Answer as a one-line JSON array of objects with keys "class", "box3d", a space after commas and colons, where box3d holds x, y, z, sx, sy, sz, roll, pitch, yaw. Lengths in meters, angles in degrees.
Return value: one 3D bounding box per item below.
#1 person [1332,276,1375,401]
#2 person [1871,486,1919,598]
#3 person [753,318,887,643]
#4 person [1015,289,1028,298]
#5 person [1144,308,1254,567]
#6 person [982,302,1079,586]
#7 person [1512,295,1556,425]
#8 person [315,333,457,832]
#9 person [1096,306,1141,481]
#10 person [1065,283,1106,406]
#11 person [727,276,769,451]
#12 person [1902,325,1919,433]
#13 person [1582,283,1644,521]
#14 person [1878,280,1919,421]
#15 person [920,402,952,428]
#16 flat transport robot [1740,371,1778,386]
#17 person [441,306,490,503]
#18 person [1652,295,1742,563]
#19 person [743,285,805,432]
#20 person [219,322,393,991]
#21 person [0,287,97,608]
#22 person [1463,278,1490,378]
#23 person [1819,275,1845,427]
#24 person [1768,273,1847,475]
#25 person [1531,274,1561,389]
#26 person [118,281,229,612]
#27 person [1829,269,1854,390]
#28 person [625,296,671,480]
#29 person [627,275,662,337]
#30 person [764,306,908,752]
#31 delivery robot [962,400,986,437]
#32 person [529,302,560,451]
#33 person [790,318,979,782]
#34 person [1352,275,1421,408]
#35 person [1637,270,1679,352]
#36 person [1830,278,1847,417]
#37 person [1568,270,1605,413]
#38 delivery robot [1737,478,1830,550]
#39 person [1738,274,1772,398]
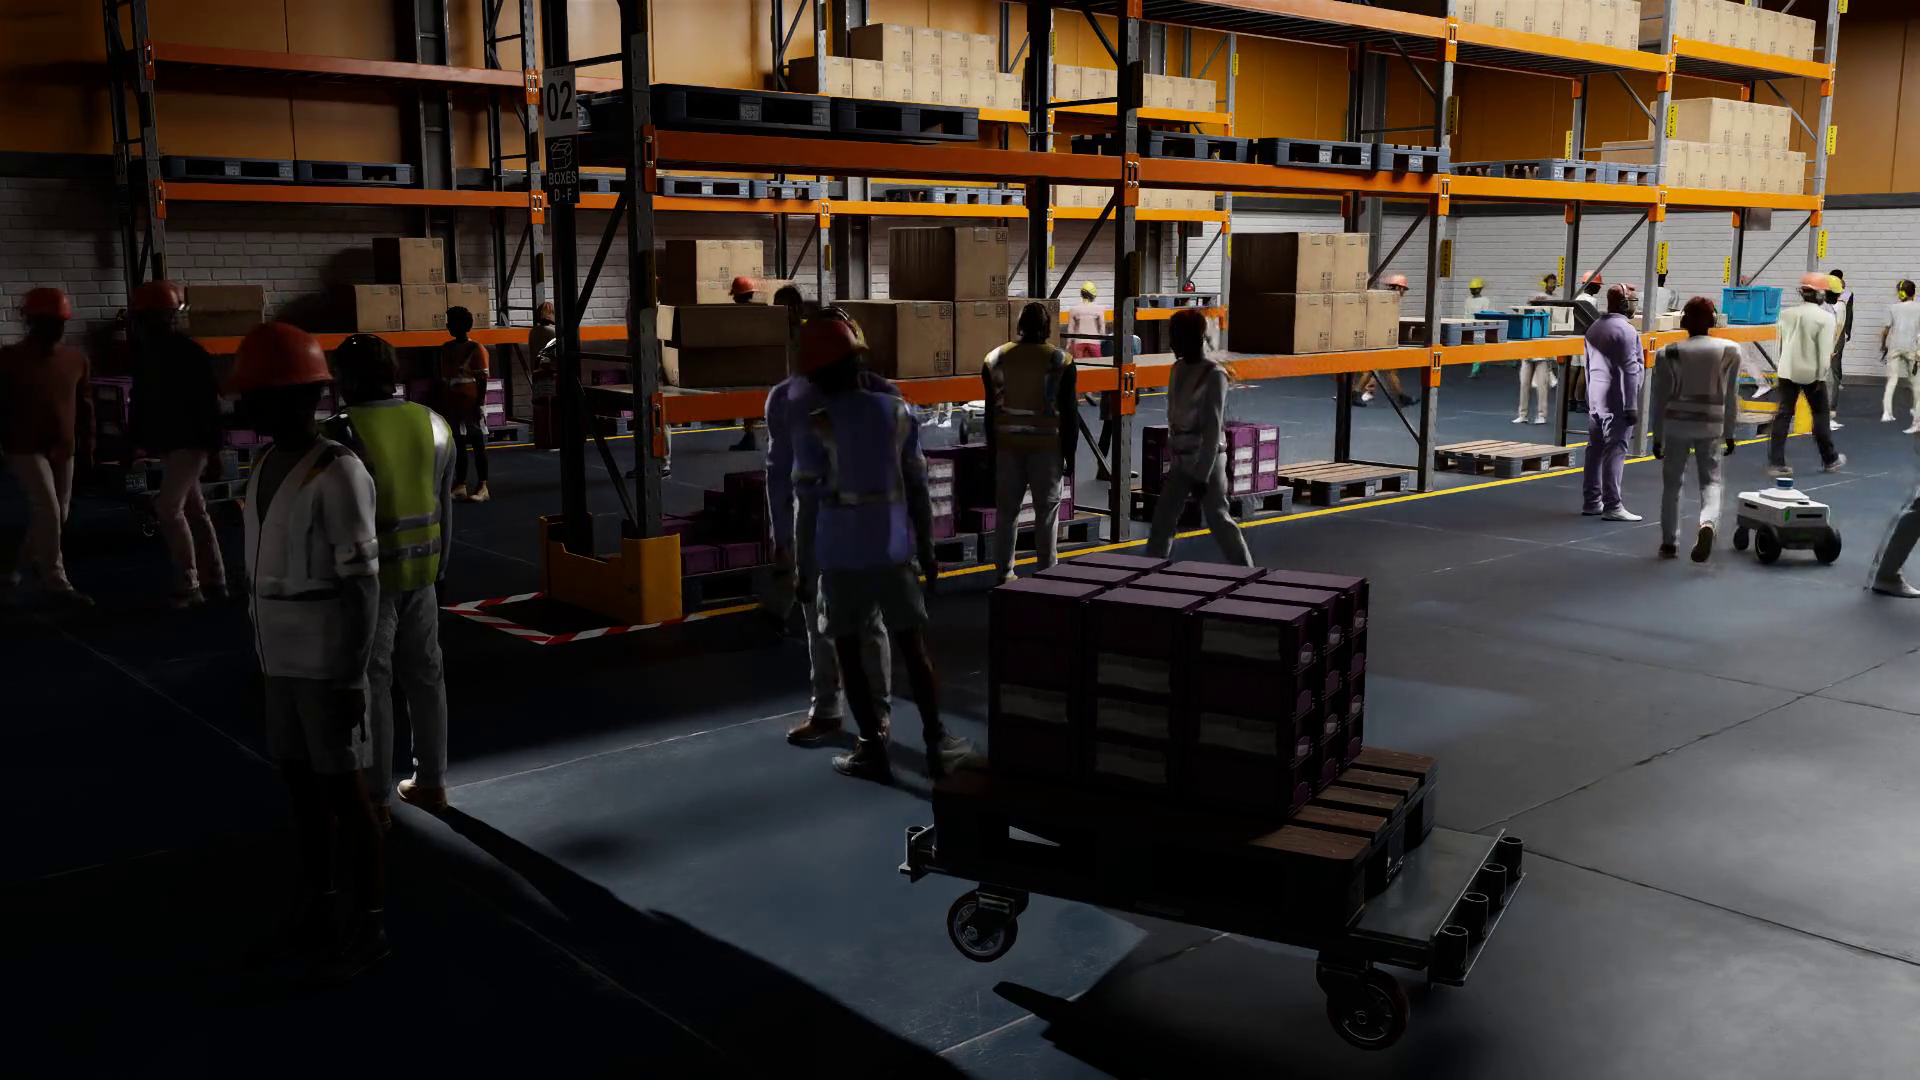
[{"class": "person", "box3d": [5.808, -2.950, 24.282, 0.807, 1.874, 0.642, -8, 13, -40]}, {"class": "person", "box3d": [6.156, -0.523, 10.125, 1.016, 1.851, 0.581, 6, 11, 32]}, {"class": "person", "box3d": [-0.755, -0.328, 9.219, 0.889, 1.797, 0.597, -5, 11, -28]}, {"class": "person", "box3d": [0.871, -2.638, 22.356, 0.538, 1.915, 0.778, -8, 12, -39]}, {"class": "person", "box3d": [1.400, -0.449, 9.802, 1.026, 1.832, 0.587, -4, 11, -24]}, {"class": "person", "box3d": [0.457, -0.576, 10.523, 0.620, 1.836, 0.429, 3, 10, 17]}, {"class": "person", "box3d": [7.282, -2.272, 21.057, 0.560, 1.625, 0.331, 8, 13, 39]}, {"class": "person", "box3d": [-2.169, 0.158, 6.199, 0.429, 1.844, 0.627, 6, 11, 32]}, {"class": "person", "box3d": [1.530, -1.408, 15.829, 0.535, 1.692, 0.323, -9, 13, -42]}, {"class": "person", "box3d": [1.803, -2.765, 23.593, 0.615, 1.745, 0.376, 2, 10, 12]}, {"class": "person", "box3d": [-2.239, -1.909, 18.087, 0.586, 1.913, 0.583, -3, 10, -19]}, {"class": "person", "box3d": [11.541, -2.055, 19.743, 0.309, 1.640, 0.512, -3, 10, -18]}, {"class": "person", "box3d": [5.297, -1.111, 13.432, 0.406, 1.911, 0.639, -1, 10, -8]}, {"class": "person", "box3d": [12.238, -2.449, 21.570, 0.584, 1.814, 0.754, 5, 11, 25]}, {"class": "person", "box3d": [-0.270, -2.212, 20.678, 0.284, 1.634, 0.498, -8, 13, -41]}, {"class": "flat transport robot", "box3d": [12.827, -2.646, 27.204, 1.431, 0.197, 0.652, 4, 10, 21]}, {"class": "person", "box3d": [-4.296, -1.171, 14.400, 0.532, 1.697, 0.319, 5, 11, 29]}, {"class": "person", "box3d": [5.061, -0.749, 11.452, 0.567, 1.859, 0.832, 3, 10, 17]}, {"class": "person", "box3d": [-1.344, -0.926, 12.371, 0.934, 1.900, 0.641, -9, 13, -43]}, {"class": "person", "box3d": [-1.921, 0.341, 4.850, 0.552, 1.935, 0.361, 8, 12, 38]}, {"class": "person", "box3d": [-5.663, -0.571, 10.172, 0.851, 1.951, 0.659, 5, 11, 27]}, {"class": "person", "box3d": [9.068, -3.697, 29.064, 0.573, 1.749, 0.524, -7, 12, -34]}, {"class": "person", "box3d": [10.706, -2.358, 20.827, 0.809, 1.876, 0.635, 6, 11, 31]}, {"class": "person", "box3d": [8.281, -1.607, 16.196, 0.936, 1.957, 0.621, -6, 11, -32]}, {"class": "person", "box3d": [9.451, -3.331, 26.665, 0.557, 1.821, 0.975, -3, 10, -18]}, {"class": "person", "box3d": [-4.747, -0.554, 9.983, 0.610, 1.968, 0.713, 8, 12, 37]}, {"class": "person", "box3d": [13.879, -3.344, 26.489, 0.589, 1.914, 0.392, 7, 12, 37]}, {"class": "person", "box3d": [-2.955, -1.476, 15.786, 0.591, 1.834, 0.404, 9, 13, 42]}, {"class": "person", "box3d": [-3.450, -2.012, 18.368, 0.408, 2.039, 0.621, -5, 11, -29]}, {"class": "person", "box3d": [-0.527, -0.031, 7.103, 0.639, 1.919, 0.434, 2, 10, 14]}, {"class": "delivery robot", "box3d": [0.224, -1.421, 18.928, 0.477, 0.478, 0.707, -1, 10, -6]}, {"class": "person", "box3d": [-4.510, -1.779, 18.170, 0.500, 1.628, 0.277, 8, 13, 40]}, {"class": "person", "box3d": [-0.314, 0.044, 6.754, 0.773, 1.880, 0.416, -4, 10, -20]}, {"class": "person", "box3d": [5.972, -2.785, 23.382, 0.981, 1.860, 0.609, 4, 10, 21]}, {"class": "person", "box3d": [10.793, -3.249, 25.779, 0.612, 1.962, 0.364, 2, 10, 14]}, {"class": "person", "box3d": [11.506, -2.545, 22.011, 0.345, 1.847, 0.508, 3, 10, 15]}, {"class": "person", "box3d": [8.506, -2.687, 22.579, 0.375, 1.933, 0.550, -1, 10, -7]}, {"class": "delivery robot", "box3d": [5.807, -0.193, 11.741, 0.477, 0.478, 0.707, 0, 10, -2]}, {"class": "person", "box3d": [11.788, -3.073, 25.059, 0.914, 1.862, 0.637, 2, 10, 12]}]
